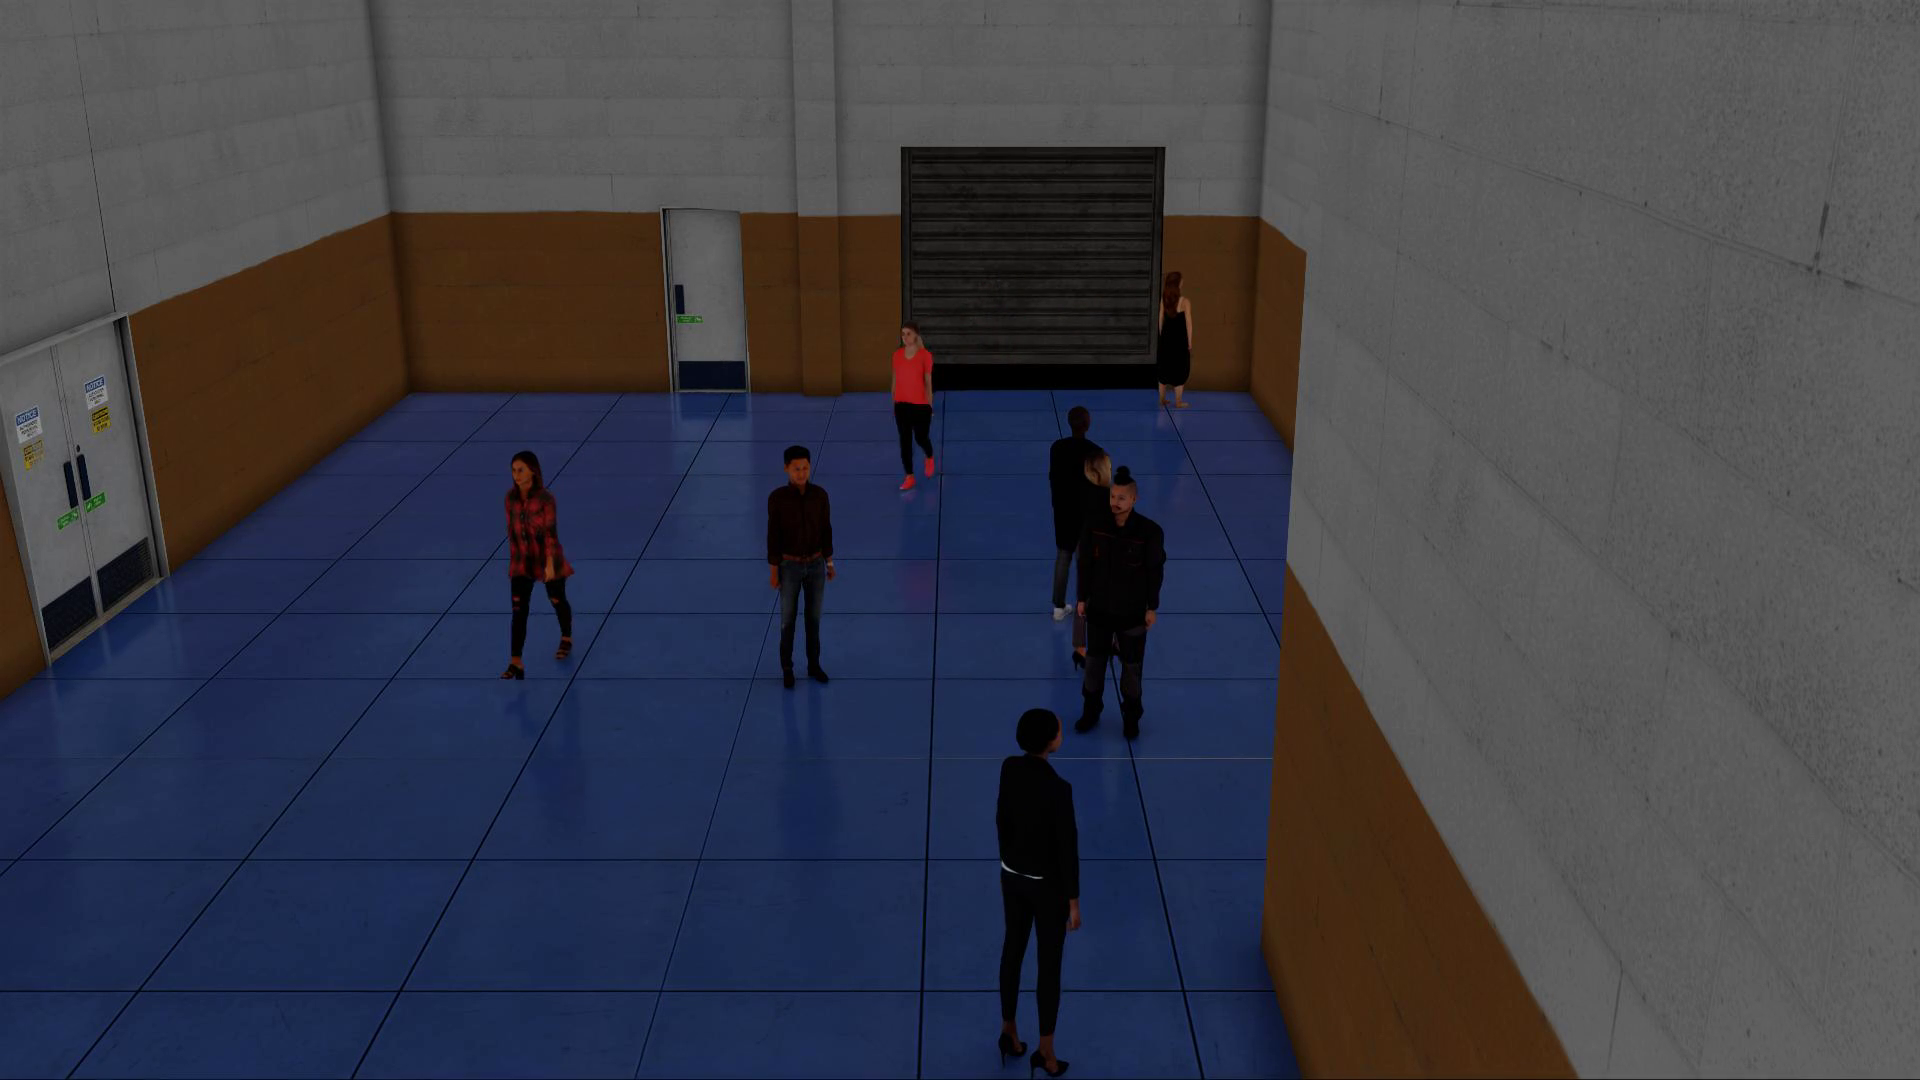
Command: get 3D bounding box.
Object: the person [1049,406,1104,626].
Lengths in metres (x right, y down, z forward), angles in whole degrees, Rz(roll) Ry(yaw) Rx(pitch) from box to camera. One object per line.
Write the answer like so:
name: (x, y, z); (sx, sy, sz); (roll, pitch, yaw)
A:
person: (0.918, -0.199, 13.120); (0.669, 1.762, 0.785); (11, 21, 29)

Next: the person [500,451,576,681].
person: (-3.045, 0.168, 12.202); (1.088, 1.653, 0.887); (5, 19, 16)

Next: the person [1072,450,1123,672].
person: (0.923, 0.182, 12.175); (0.853, 1.644, 0.791); (-11, 21, -29)

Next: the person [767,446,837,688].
person: (-1.150, 0.180, 11.965); (0.614, 1.781, 0.781); (-8, 20, -22)

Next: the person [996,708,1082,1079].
person: (0.344, 1.613, 7.631); (0.743, 1.834, 0.684); (-18, 25, -42)

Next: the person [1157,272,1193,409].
person: (2.542, -2.387, 19.822); (0.663, 1.625, 0.743); (13, 22, 33)

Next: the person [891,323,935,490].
person: (-0.432, -1.349, 16.654); (0.800, 1.682, 0.810); (7, 20, 20)

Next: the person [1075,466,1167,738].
person: (1.054, 0.394, 11.153); (0.687, 1.871, 0.895); (6, 20, 18)
